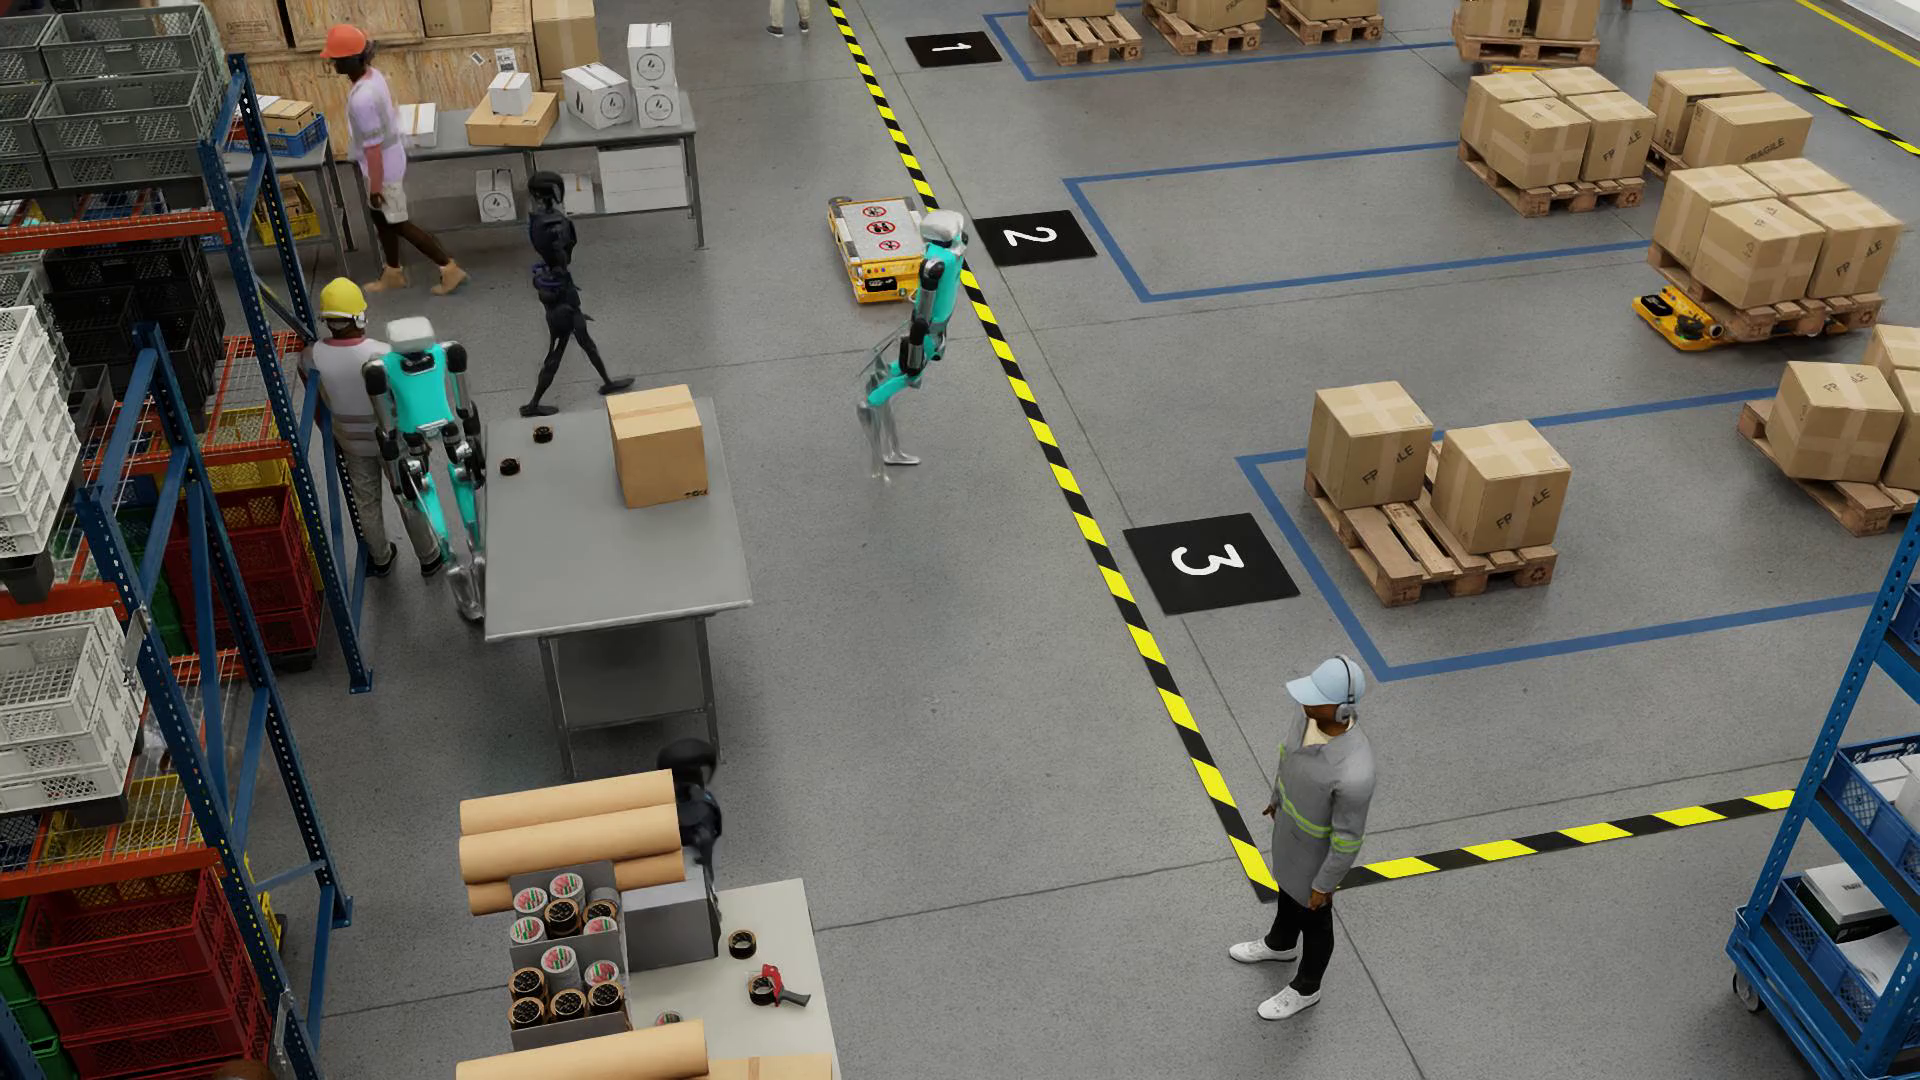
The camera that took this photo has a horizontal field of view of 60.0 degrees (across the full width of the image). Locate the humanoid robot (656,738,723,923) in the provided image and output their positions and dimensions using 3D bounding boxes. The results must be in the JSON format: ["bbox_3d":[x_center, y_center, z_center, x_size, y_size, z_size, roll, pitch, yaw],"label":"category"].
[{"bbox_3d":[-1.095,1.397,6.494,0.378,1.640,0.588,-20,41,-25],"label":"humanoid robot"}]

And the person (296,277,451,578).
[{"bbox_3d":[-3.170,-0.578,9.026,0.585,1.826,0.404,1,37,1],"label":"person"}]

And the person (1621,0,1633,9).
[{"bbox_3d":[6.921,-6.397,16.833,0.592,1.850,0.853,11,38,15],"label":"person"}]

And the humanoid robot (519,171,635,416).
[{"bbox_3d":[-2.517,-1.555,10.500,0.785,1.623,0.602,-14,39,-18],"label":"humanoid robot"}]

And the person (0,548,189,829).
[{"bbox_3d":[-4.016,0.585,7.435,0.654,1.865,0.577,-8,37,-11],"label":"person"}]

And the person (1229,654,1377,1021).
[{"bbox_3d":[1.379,1.180,6.642,0.365,1.852,0.589,-8,37,-10],"label":"person"}]

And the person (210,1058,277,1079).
[{"bbox_3d":[-2.049,2.263,5.197,0.626,1.839,0.430,-17,40,-21],"label":"person"}]

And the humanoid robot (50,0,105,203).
[{"bbox_3d":[-6.843,-3.426,12.982,0.615,1.648,0.461,23,42,28],"label":"humanoid robot"}]

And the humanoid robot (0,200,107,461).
[{"bbox_3d":[-5.478,-1.128,9.774,0.530,1.712,0.735,6,37,8],"label":"humanoid robot"}]

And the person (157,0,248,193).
[{"bbox_3d":[-5.942,-3.687,13.119,0.617,1.930,0.450,25,43,30],"label":"person"}]

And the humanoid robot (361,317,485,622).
[{"bbox_3d":[-2.661,-0.241,8.719,0.545,1.875,0.711,-22,42,-27],"label":"humanoid robot"}]

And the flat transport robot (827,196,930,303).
[{"bbox_3d":[-0.570,-2.220,12.538,0.659,0.231,1.431,-8,37,-10],"label":"flat transport robot"}]

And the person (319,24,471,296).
[{"bbox_3d":[-3.949,-2.607,11.620,0.857,2.023,0.607,-8,37,-11],"label":"person"}]

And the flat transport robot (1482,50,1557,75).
[{"bbox_3d":[5.236,-4.482,15.554,0.652,0.197,1.431,4,37,5],"label":"flat transport robot"}]

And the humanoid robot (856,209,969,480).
[{"bbox_3d":[-0.357,-1.147,9.890,0.810,1.792,0.535,12,38,15],"label":"humanoid robot"}]

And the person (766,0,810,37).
[{"bbox_3d":[-1.707,-5.767,16.047,0.572,1.767,0.395,-17,40,-21],"label":"person"}]

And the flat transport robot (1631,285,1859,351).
[{"bbox_3d":[5.578,-1.651,11.750,1.431,0.197,0.652,-8,37,-10],"label":"flat transport robot"}]
